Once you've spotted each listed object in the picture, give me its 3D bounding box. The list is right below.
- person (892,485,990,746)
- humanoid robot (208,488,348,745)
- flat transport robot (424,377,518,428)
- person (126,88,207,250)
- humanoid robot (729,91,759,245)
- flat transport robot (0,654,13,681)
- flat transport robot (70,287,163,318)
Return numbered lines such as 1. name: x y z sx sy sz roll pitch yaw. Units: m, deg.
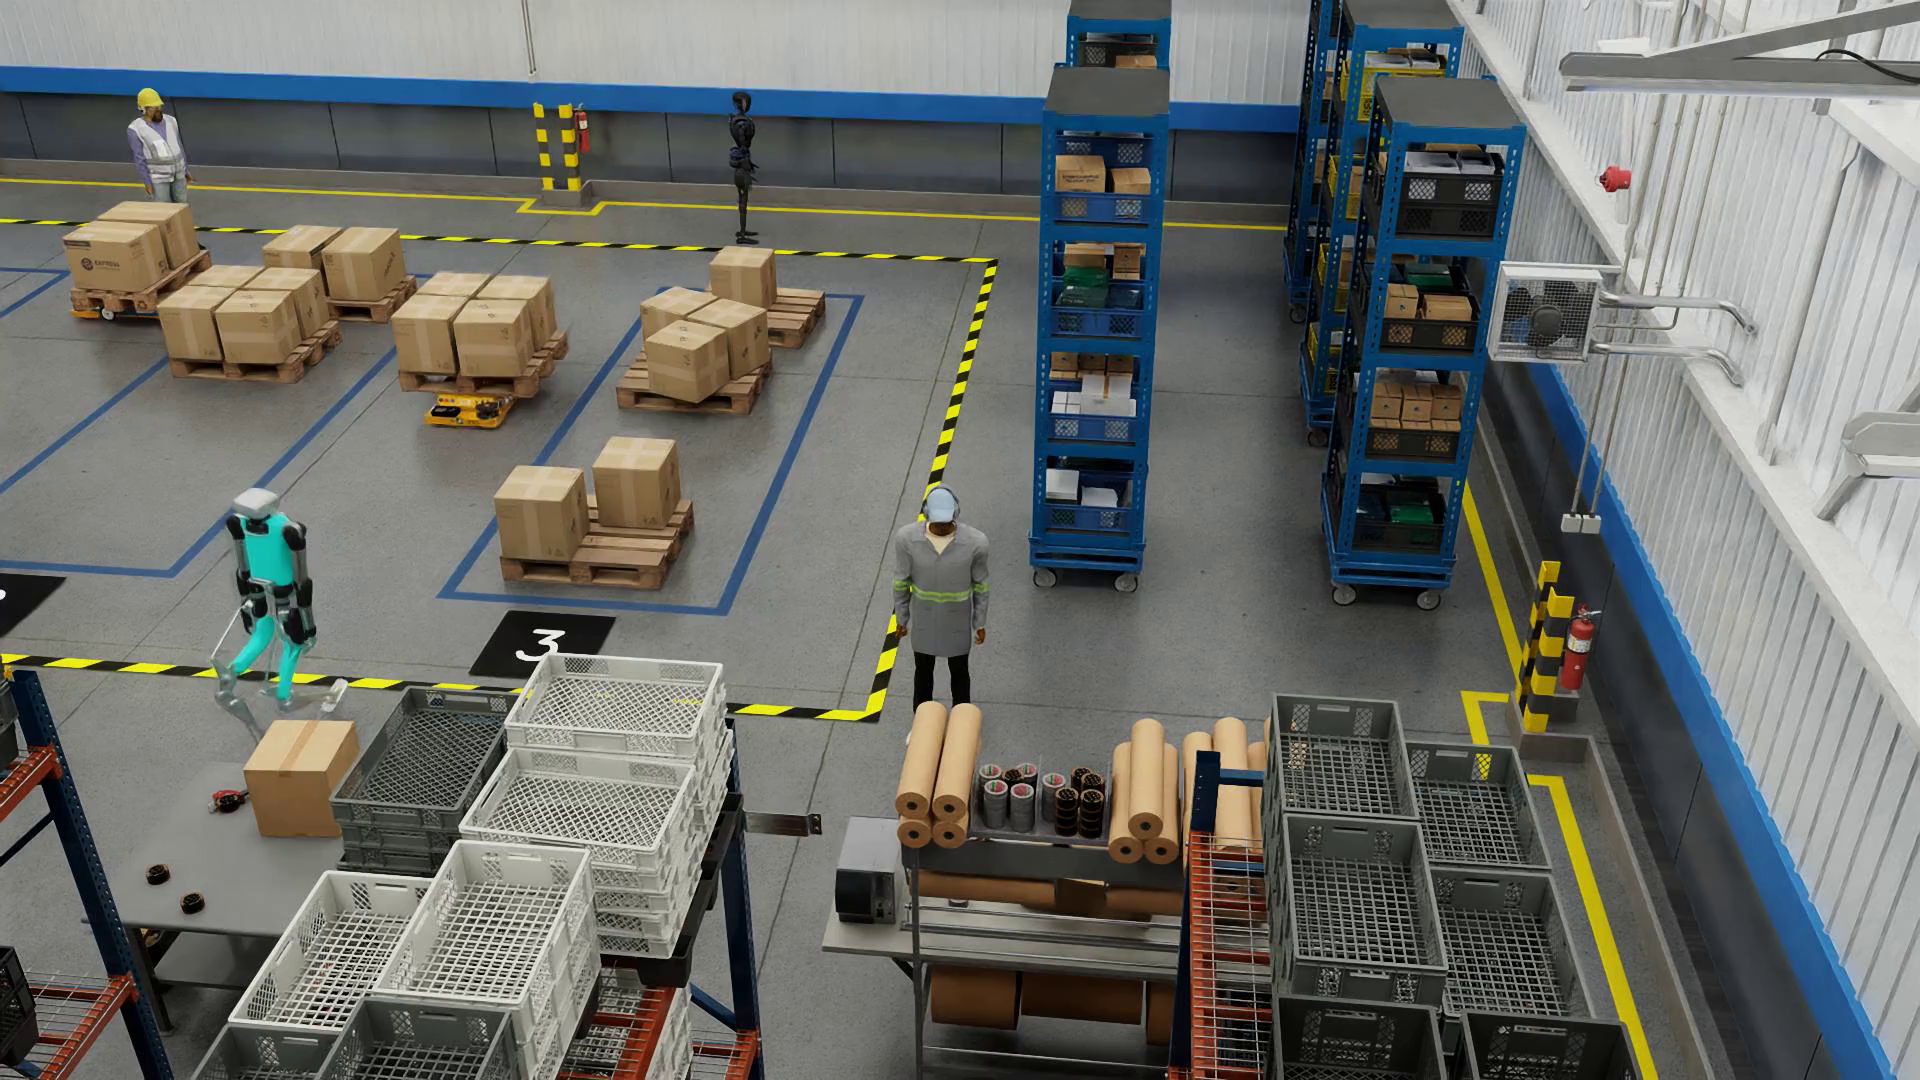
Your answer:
1. person: -0.121 0.486 10.264 0.596 1.851 0.383 3 30 5
2. humanoid robot: -4.286 0.572 10.227 0.530 1.730 1.021 10 32 17
3. flat transport robot: -4.287 -1.430 15.102 0.652 0.197 1.431 3 30 6
4. person: -8.527 -3.932 17.868 0.404 1.837 0.586 16 34 25
5. humanoid robot: -2.378 -4.122 18.342 0.315 1.653 0.599 -2 30 -4
6. flat transport robot: -7.142 0.969 11.010 1.431 0.231 0.659 3 30 6
7. flat transport robot: -8.172 -2.444 16.843 1.431 0.197 0.652 3 30 6
